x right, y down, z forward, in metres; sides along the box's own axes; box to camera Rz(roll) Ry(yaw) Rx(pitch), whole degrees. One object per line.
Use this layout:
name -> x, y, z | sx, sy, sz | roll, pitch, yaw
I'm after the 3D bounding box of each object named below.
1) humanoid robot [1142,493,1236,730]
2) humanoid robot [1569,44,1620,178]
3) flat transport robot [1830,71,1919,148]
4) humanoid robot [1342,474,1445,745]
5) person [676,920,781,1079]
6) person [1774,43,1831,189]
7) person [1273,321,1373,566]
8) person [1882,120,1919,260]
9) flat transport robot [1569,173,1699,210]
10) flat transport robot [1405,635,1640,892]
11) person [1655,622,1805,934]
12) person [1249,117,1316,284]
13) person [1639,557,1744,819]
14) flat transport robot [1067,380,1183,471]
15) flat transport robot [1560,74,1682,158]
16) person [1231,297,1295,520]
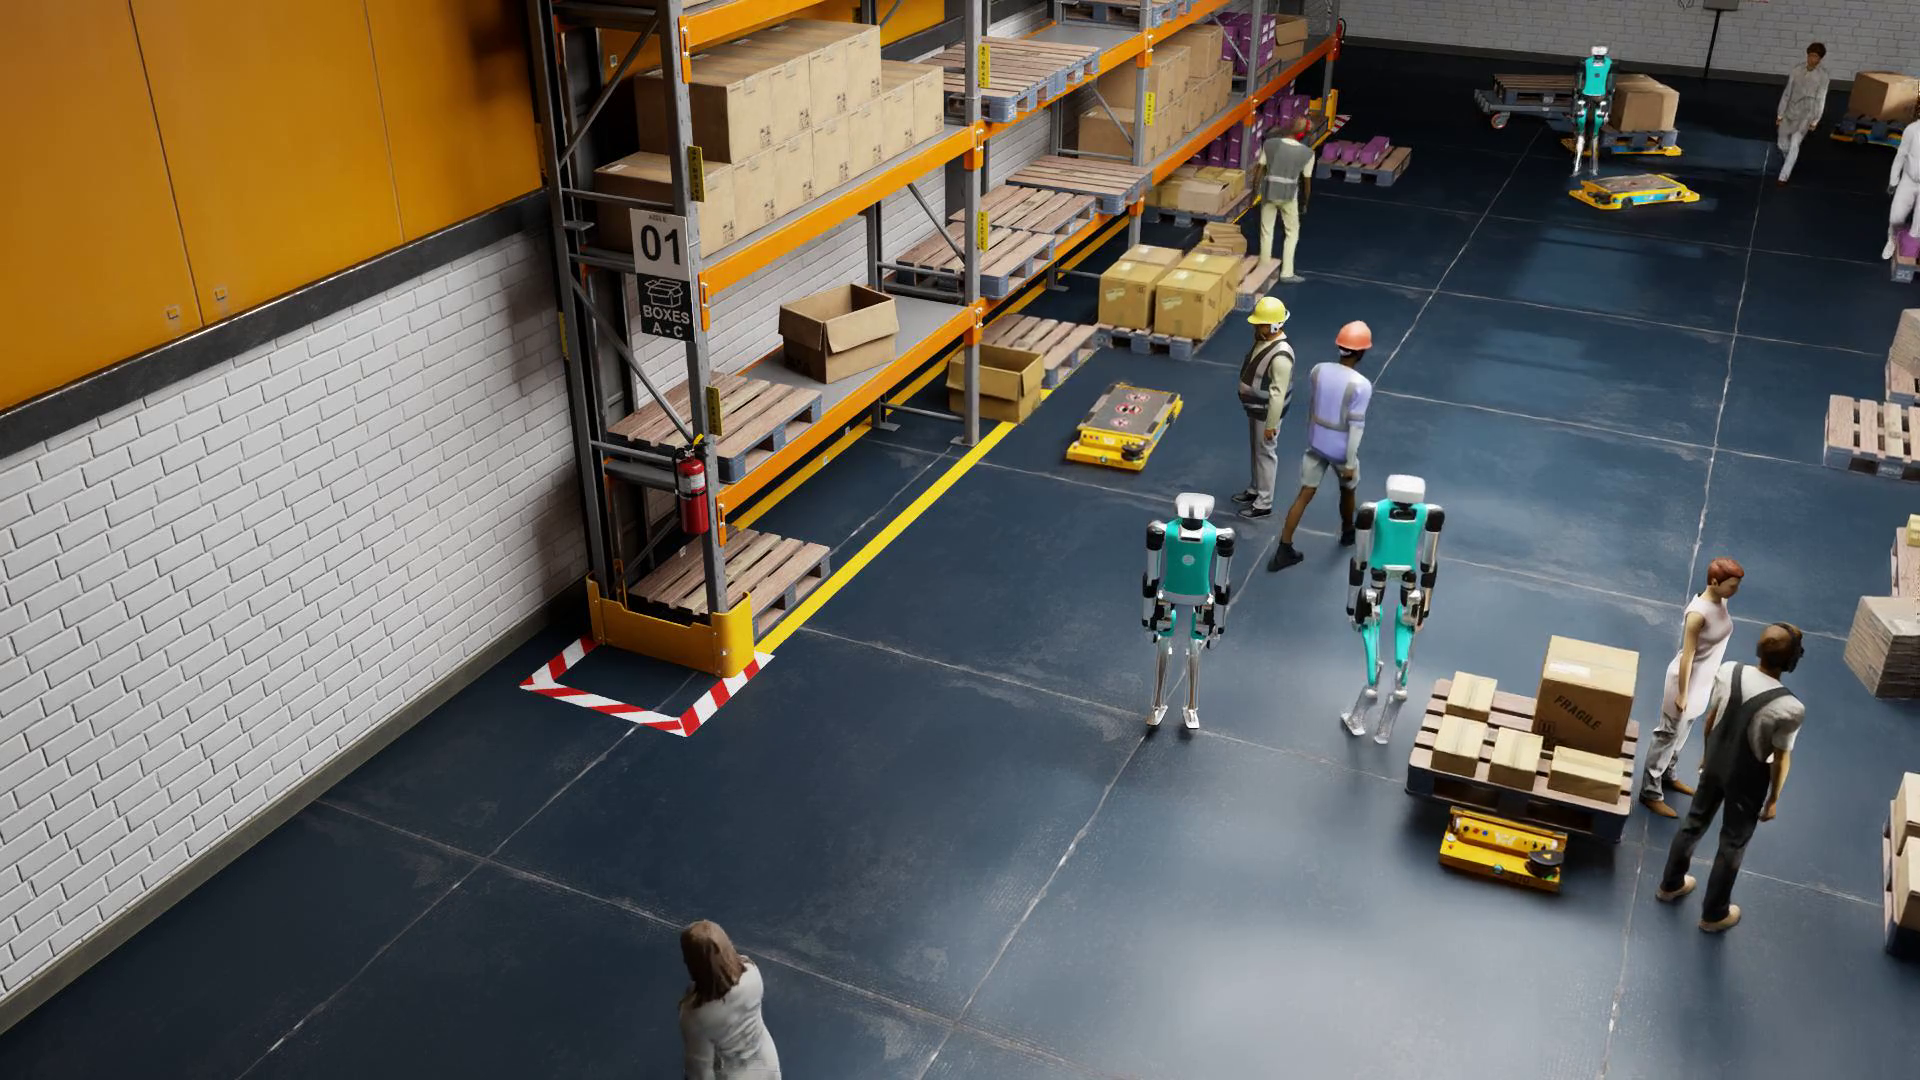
humanoid robot -> 1.405, 0.376, 10.344 | 0.533, 1.677, 0.735 | 5, 29, 9
humanoid robot -> 8.127, -5.548, 21.503 | 0.583, 1.799, 0.829 | 7, 29, 12
flat transport robot -> 12.967, -5.612, 23.135 | 1.431, 0.231, 0.659 | 22, 35, 35
humanoid robot -> 2.659, 0.520, 10.231 | 0.531, 1.804, 0.667 | 1, 28, 3
person -> -1.046, 2.253, 7.110 | 0.857, 1.618, 0.487 | 24, 36, 37
person -> 10.720, -5.436, 21.203 | 0.741, 1.797, 0.510 | -25, 37, -38
person -> 2.755, -0.708, 12.362 | 0.998, 1.879, 0.550 | -23, 36, -36
person -> 10.542, -3.890, 18.224 | 0.665, 1.895, 0.440 | 14, 31, 24
flat transport robot -> 8.439, -4.358, 20.809 | 1.431, 0.231, 0.659 | -8, 29, -14
flat transport robot -> 3.309, 1.525, 9.900 | 0.659, 0.231, 1.431 | 12, 30, 21
person -> 4.109, 1.247, 8.777 | 0.368, 1.834, 0.503 | -16, 32, -27
person -> 3.428, -3.636, 17.861 | 0.675, 1.805, 0.387 | 7, 29, 12
person -> 4.282, 0.839, 9.706 | 0.286, 1.658, 0.439 | 24, 36, 37
flat transport robot -> 1.467, -1.017, 14.614 | 0.659, 0.231, 1.431 | 10, 30, 19
flat transport robot -> 9.069, -5.446, 22.826 | 1.431, 0.231, 0.659 | -1, 28, -1
person -> 2.375, -1.038, 13.021 | 0.403, 1.825, 0.589 | -2, 28, -3
